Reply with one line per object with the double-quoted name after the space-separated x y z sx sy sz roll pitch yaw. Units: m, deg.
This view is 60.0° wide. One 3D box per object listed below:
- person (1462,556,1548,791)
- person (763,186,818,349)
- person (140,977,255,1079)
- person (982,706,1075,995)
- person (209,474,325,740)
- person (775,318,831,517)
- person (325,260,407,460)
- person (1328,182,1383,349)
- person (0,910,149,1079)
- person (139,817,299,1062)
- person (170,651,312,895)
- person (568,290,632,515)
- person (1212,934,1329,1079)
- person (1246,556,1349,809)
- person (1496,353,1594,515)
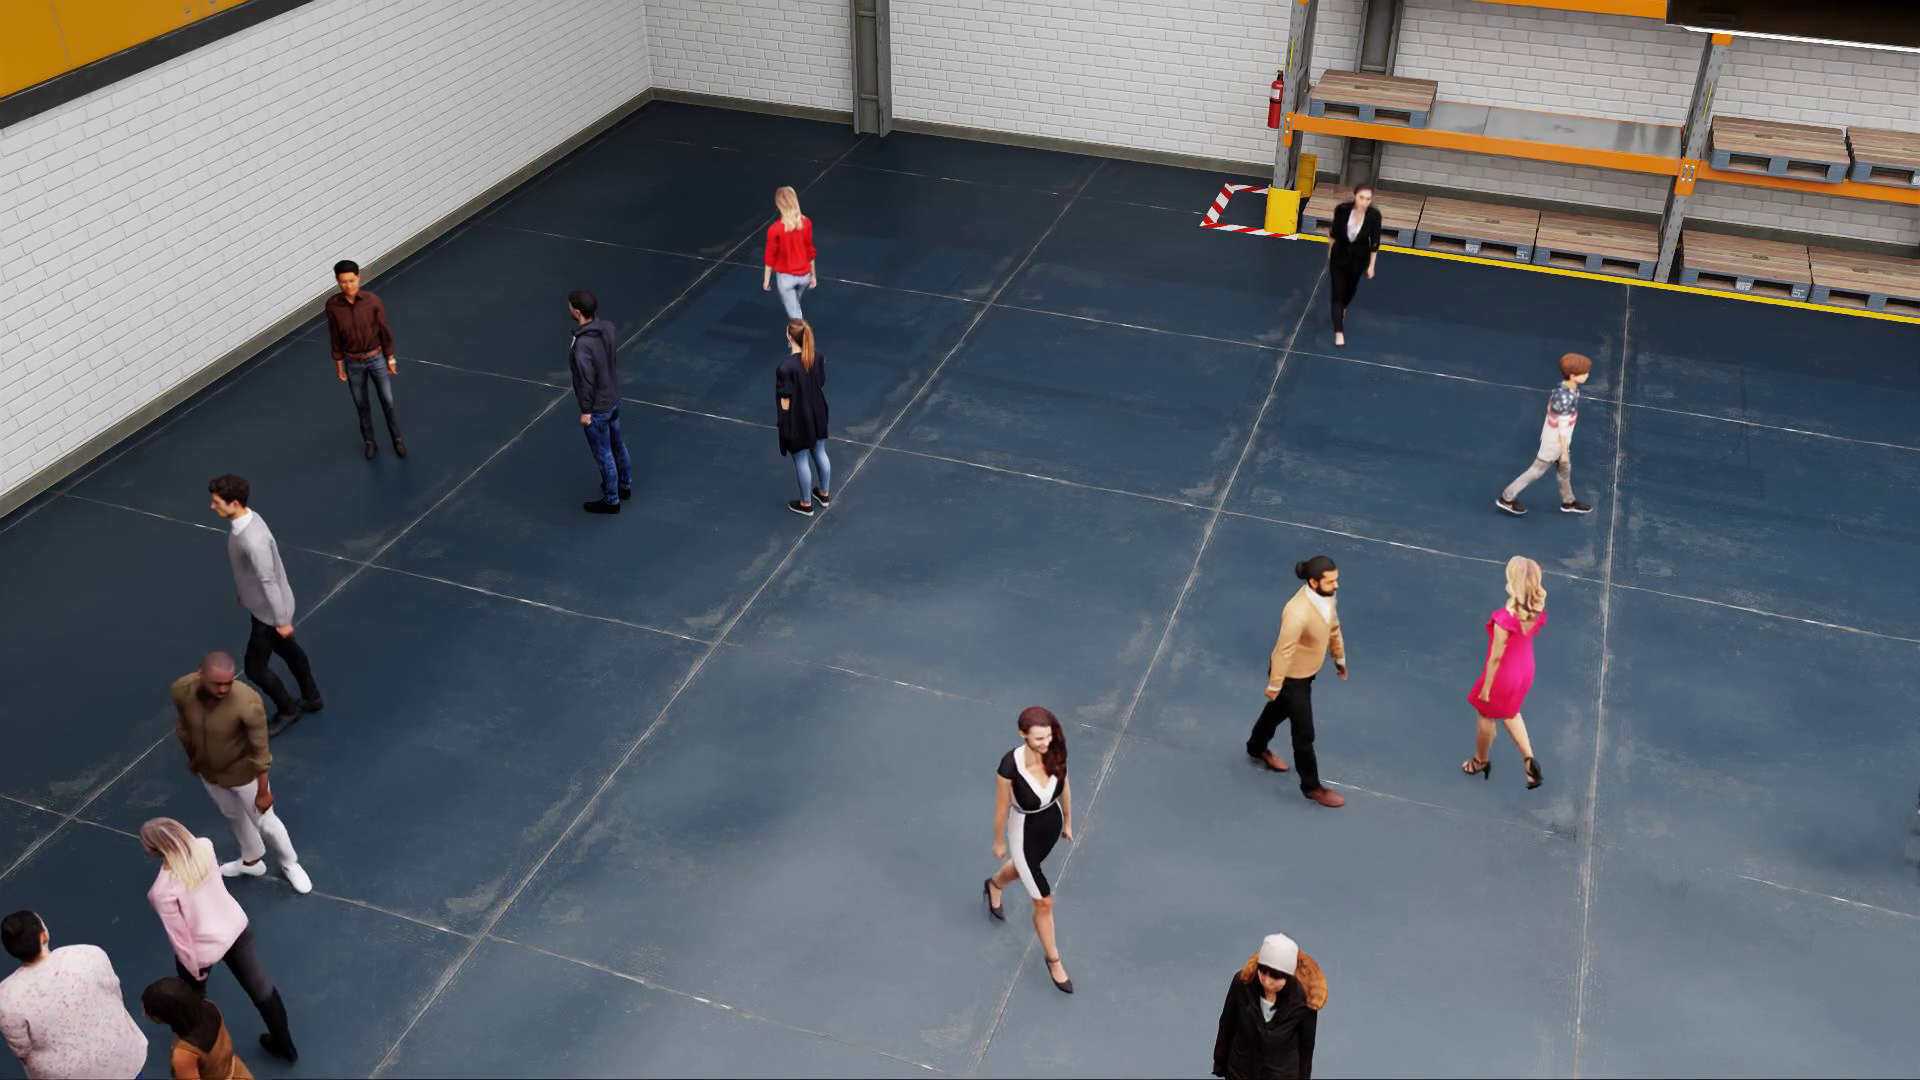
3.435 0.881 10.218 0.844 1.708 0.938 -19 38 -26 "person"
-1.471 -2.344 15.087 0.777 1.688 0.829 -24 41 -32 "person"
-3.333 2.605 7.662 0.770 1.666 0.719 -4 34 -5 "person"
0.355 1.589 9.110 0.992 1.754 1.159 -21 39 -28 "person"
-4.394 0.392 10.770 0.986 1.909 0.902 -19 38 -26 "person"
-1.213 -0.964 13.015 0.716 1.683 0.717 -27 42 -34 "person"
-4.909 -1.492 13.725 0.658 1.777 0.777 -8 34 -11 "person"
3.650 -2.644 15.632 1.086 1.585 0.784 8 35 12 "person"
-4.185 2.405 7.896 0.798 1.741 0.807 -25 41 -32 "person"
-3.738 2.070 8.488 1.082 1.642 0.644 14 36 20 "person"
-4.197 1.294 9.528 0.516 1.783 0.879 18 38 25 "person"
-2.811 -1.086 13.008 0.586 1.894 0.687 8 35 12 "person"
1.438 2.478 7.881 0.537 1.634 0.686 13 36 18 "person"
2.023 0.789 10.340 1.071 1.725 0.817 19 38 26 "person"
4.594 -0.801 13.022 0.993 1.404 0.603 8 34 12 "person"
